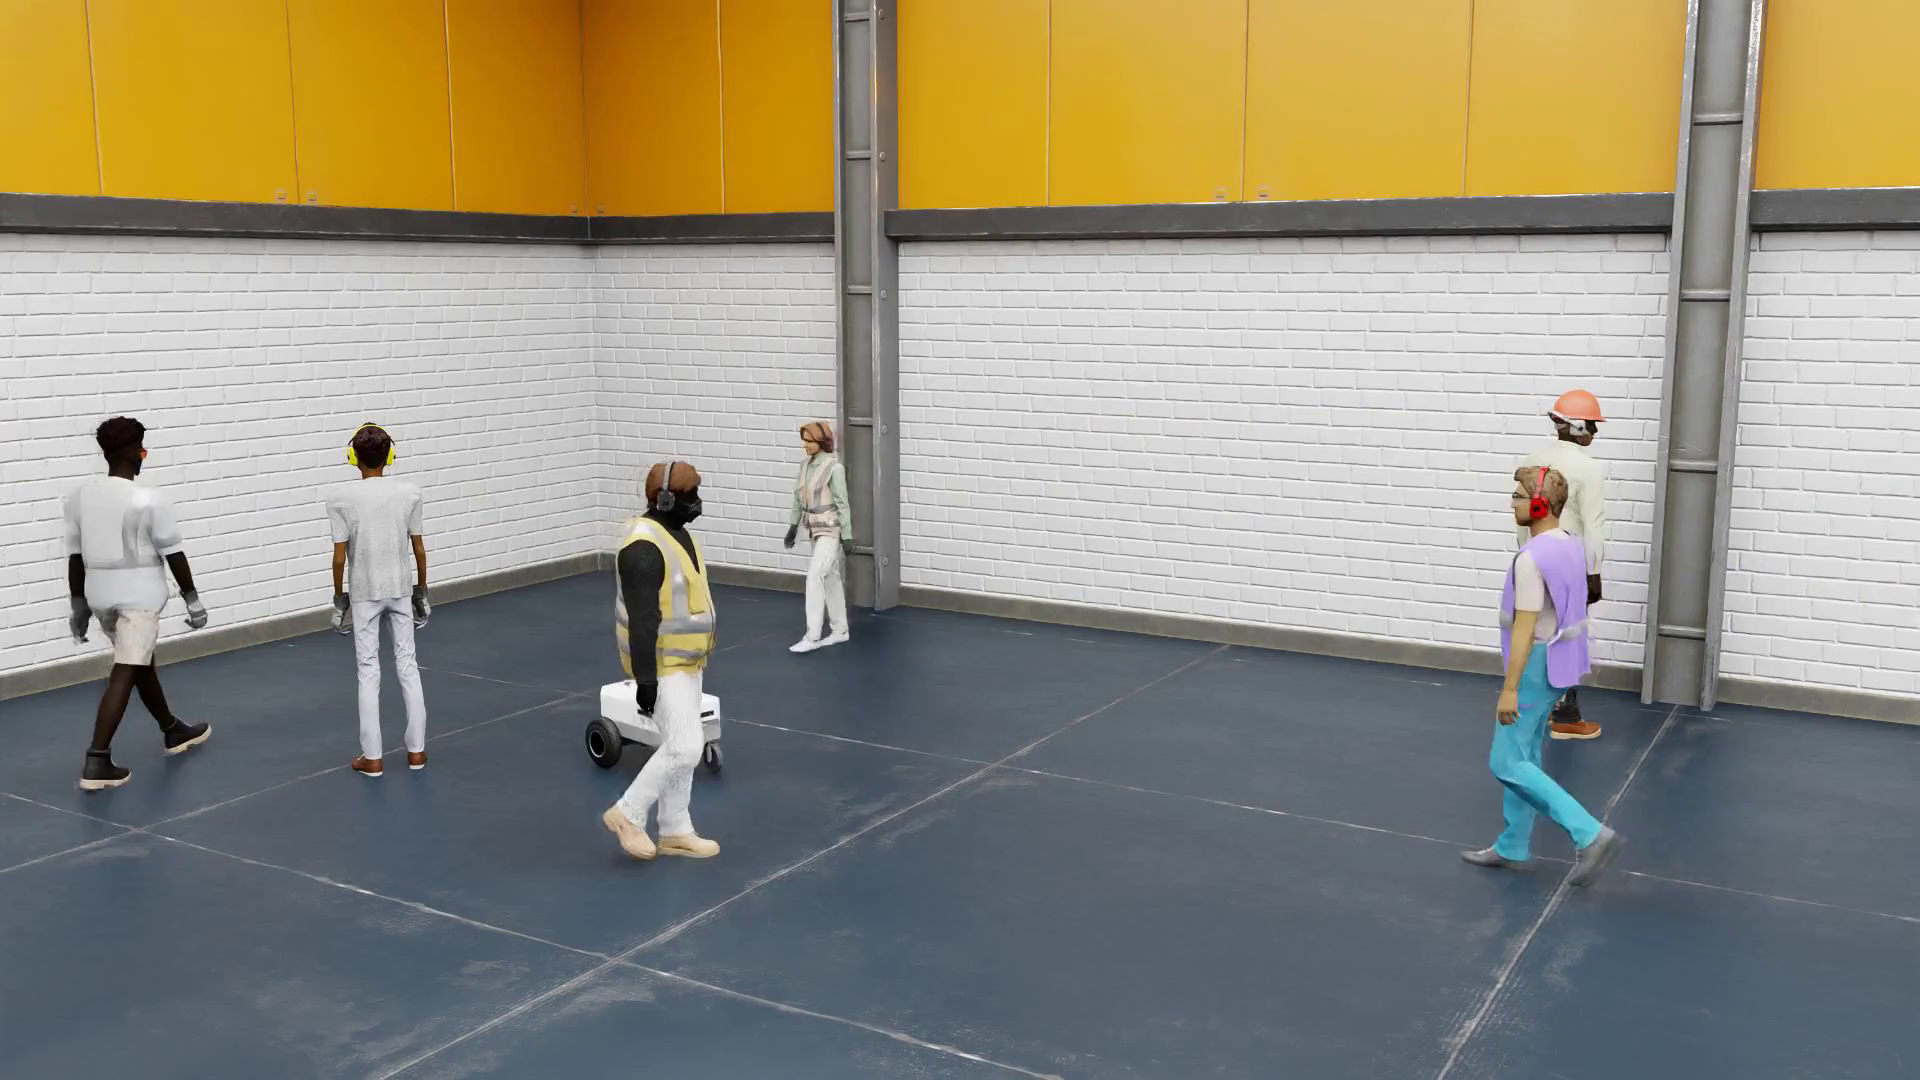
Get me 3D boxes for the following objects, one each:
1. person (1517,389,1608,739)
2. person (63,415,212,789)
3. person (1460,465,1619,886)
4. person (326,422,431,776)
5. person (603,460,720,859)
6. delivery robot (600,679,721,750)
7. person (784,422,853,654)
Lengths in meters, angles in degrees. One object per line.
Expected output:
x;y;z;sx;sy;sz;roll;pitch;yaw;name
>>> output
3.460;0.133;9.537;0.393;1.990;0.617;-4;10;-22;person
-4.364;0.300;8.779;0.613;1.915;1.016;3;9;16;person
2.515;0.594;7.157;0.607;1.833;0.579;6;11;34;person
-3.066;0.313;8.802;0.510;1.872;0.328;-6;11;-32;person
-1.295;0.553;7.428;0.434;1.826;0.648;1;9;9;person
-1.599;0.907;8.868;0.707;0.478;0.477;10;13;43;delivery robot
-1.034;-0.014;11.649;0.697;1.613;0.532;-6;11;-32;person
